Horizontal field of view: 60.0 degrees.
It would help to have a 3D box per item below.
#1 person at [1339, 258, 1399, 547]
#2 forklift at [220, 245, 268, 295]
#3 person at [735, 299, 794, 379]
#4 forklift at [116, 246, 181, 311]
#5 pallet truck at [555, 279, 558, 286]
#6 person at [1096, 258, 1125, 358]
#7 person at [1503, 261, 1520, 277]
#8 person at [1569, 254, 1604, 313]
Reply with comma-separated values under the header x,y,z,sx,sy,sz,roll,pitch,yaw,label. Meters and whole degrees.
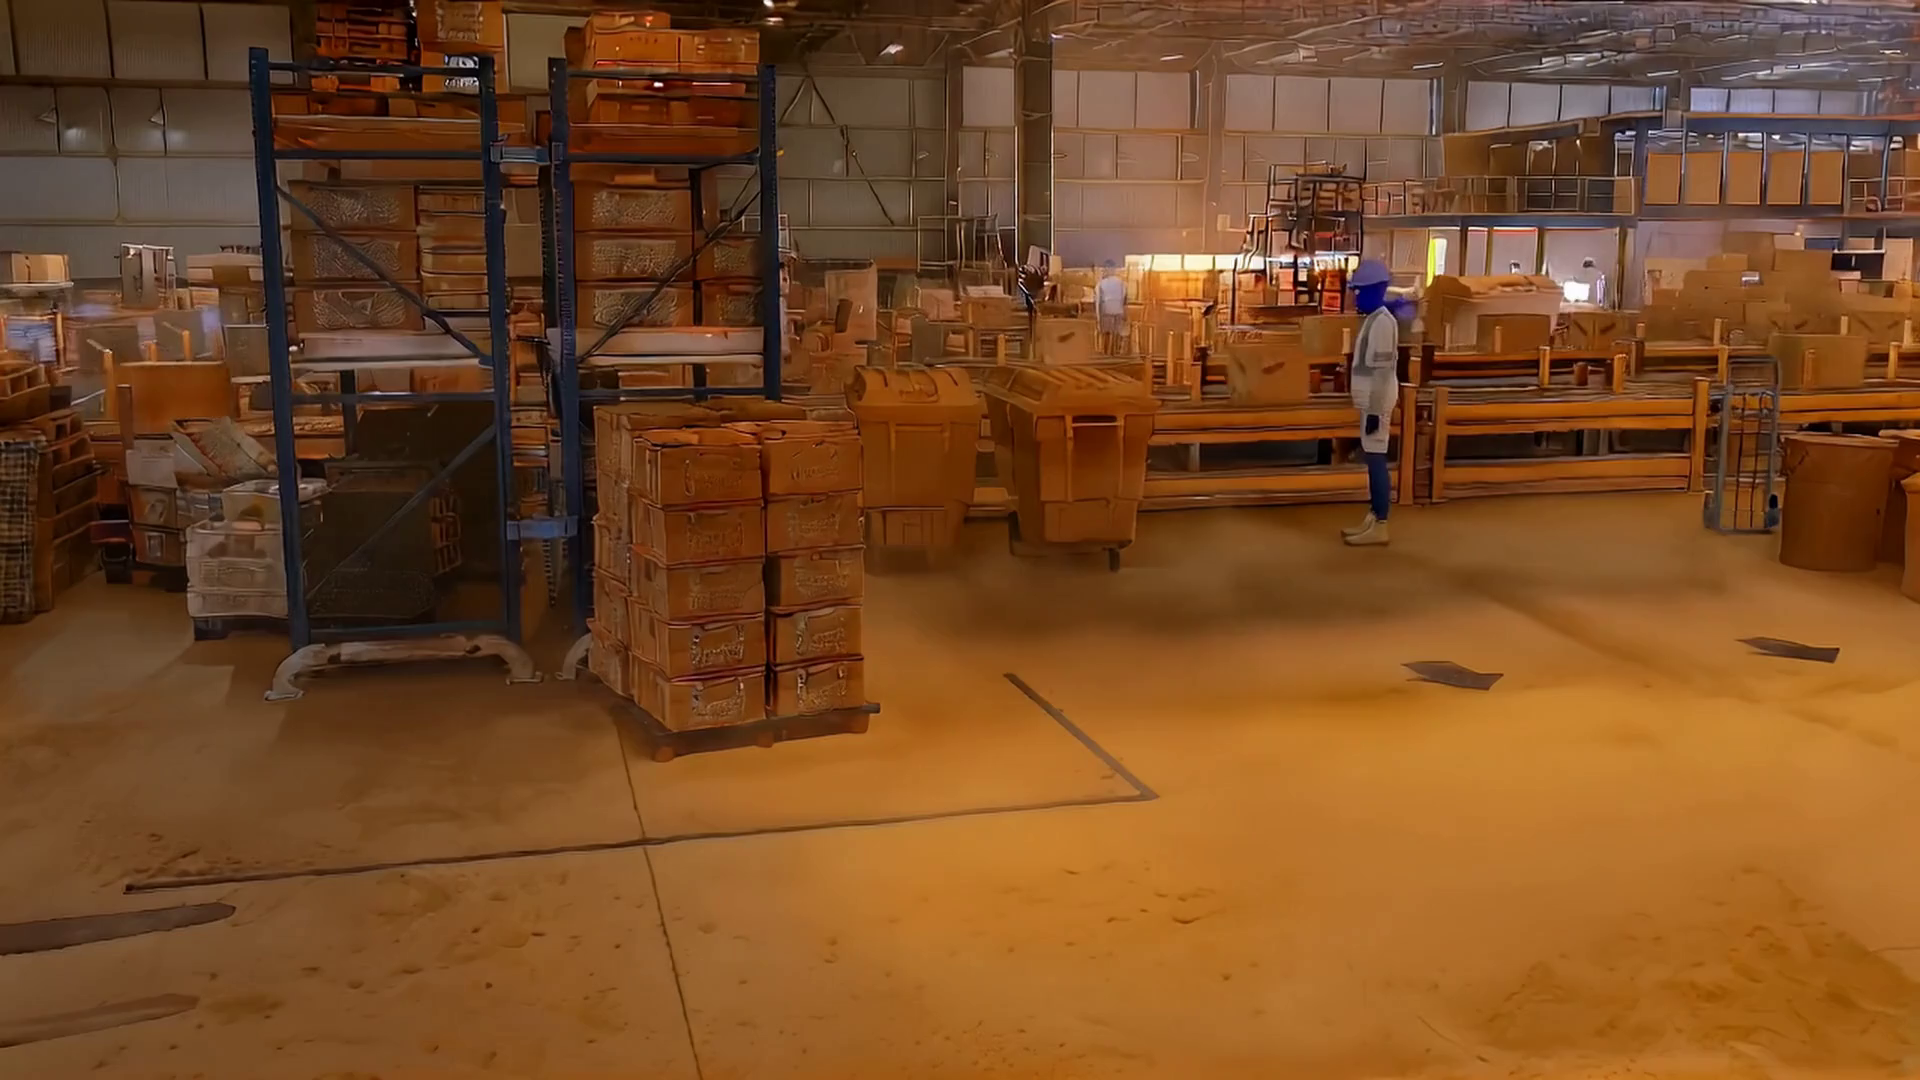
x,y,z,sx,sy,sz,roll,pitch,yaw,label
2.911,-0.967,11.808,0.395,2.040,0.609,2,10,11,person
-17.749,-6.334,41.440,1.157,1.987,2.680,-3,10,-17,forklift
-2.284,-2.218,19.436,0.663,1.849,1.043,-9,13,-40,person
-19.966,-6.232,40.894,1.157,1.987,2.680,-3,10,-15,forklift
-10.604,-6.375,44.520,0.653,1.274,1.630,-3,10,-15,pallet truck
2.726,-4.149,30.179,0.544,1.921,0.467,0,10,-3,person
11.696,-4.998,35.264,0.604,1.824,0.403,5,11,27,person
12.959,-4.940,34.505,0.629,1.965,0.798,1,10,6,person
